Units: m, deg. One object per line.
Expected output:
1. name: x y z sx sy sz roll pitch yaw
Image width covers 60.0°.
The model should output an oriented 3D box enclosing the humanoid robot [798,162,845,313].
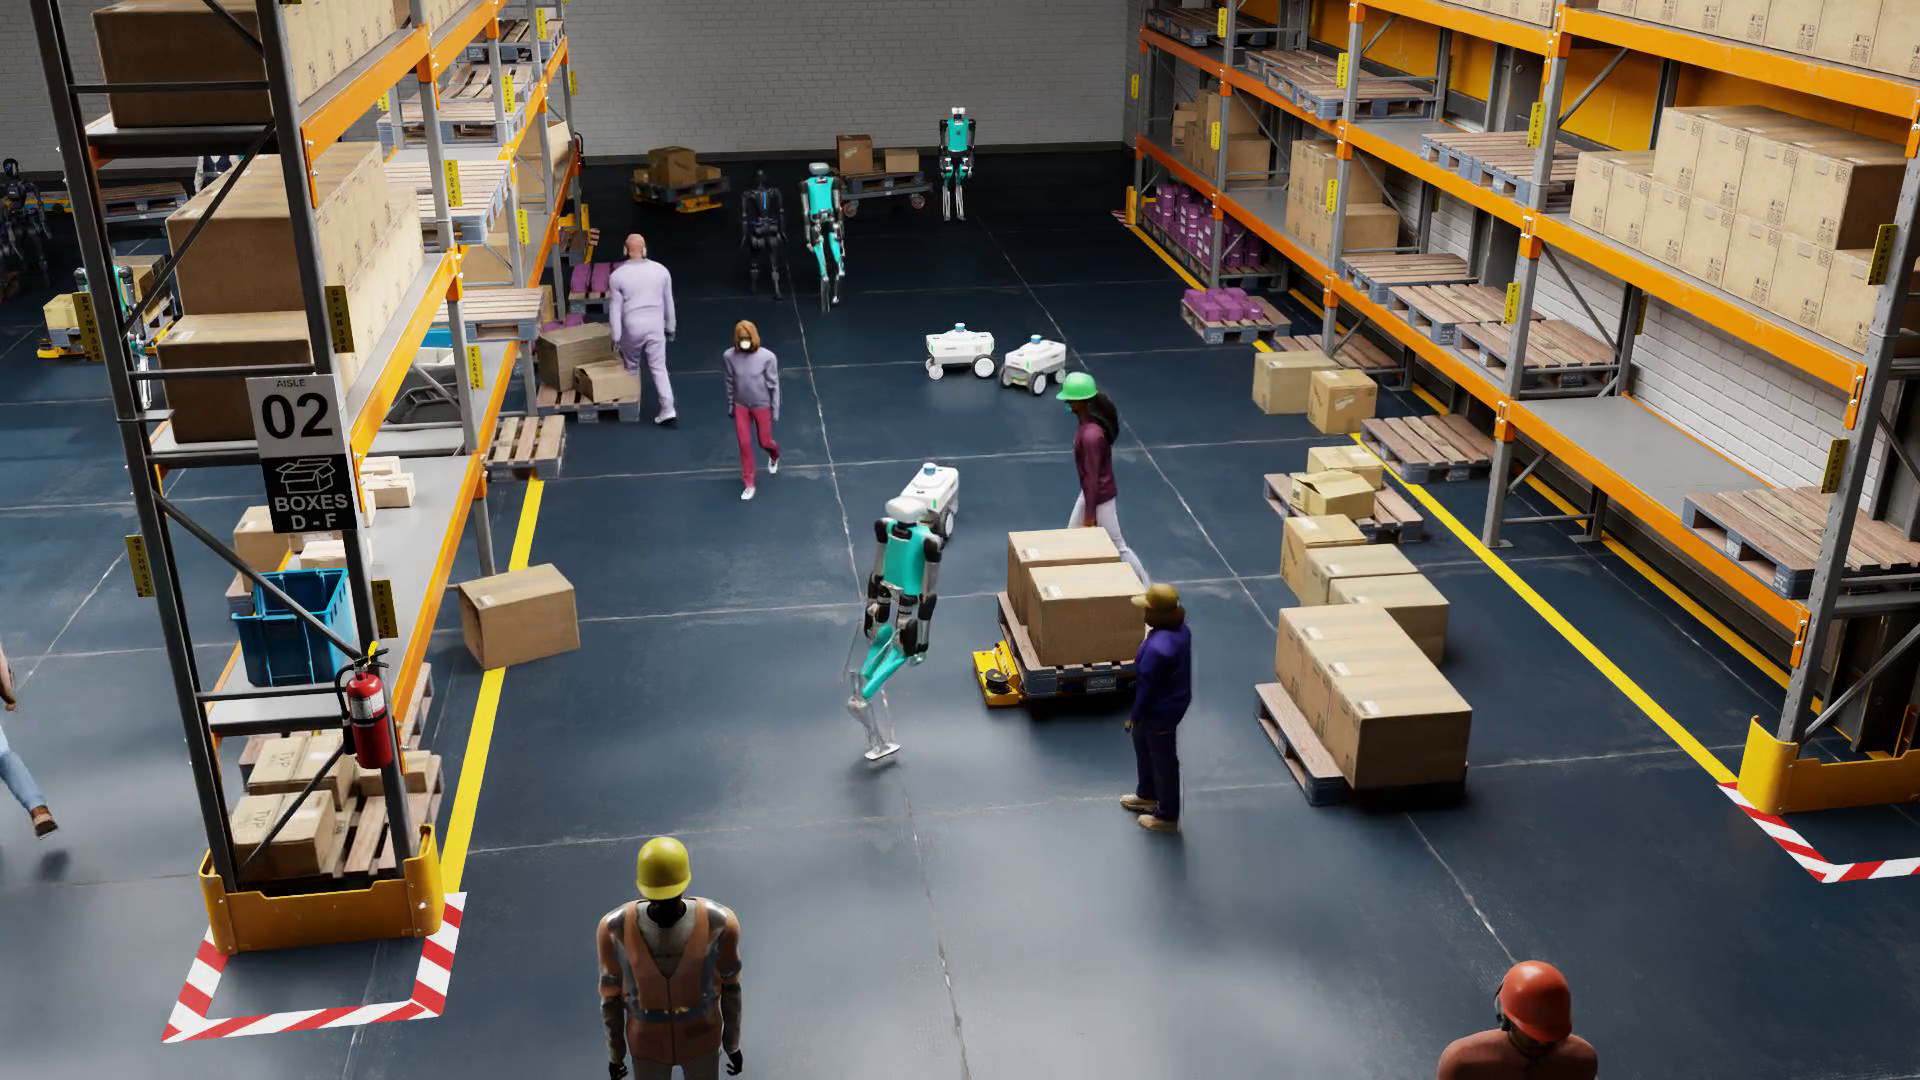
1. humanoid robot: -1.579 -3.572 20.125 0.554 1.891 0.728 -11 26 -24

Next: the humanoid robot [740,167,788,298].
1. humanoid robot: -2.432 -3.810 20.626 0.615 1.643 0.600 -11 26 -23

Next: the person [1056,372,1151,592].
1. person: 1.055 -0.340 12.434 0.948 1.904 0.549 2 24 4

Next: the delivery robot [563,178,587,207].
1. delivery robot: -6.239 -5.510 25.864 0.765 0.585 0.499 13 27 28

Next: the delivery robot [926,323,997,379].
1. delivery robot: 0.001 -2.052 17.962 0.739 0.566 0.499 -3 24 -8

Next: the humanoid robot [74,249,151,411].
1. humanoid robot: -8.330 -2.137 16.549 0.533 1.681 0.735 -3 24 -8

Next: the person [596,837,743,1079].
1. person: -1.182 2.065 6.908 0.586 1.930 0.355 -4 24 -8

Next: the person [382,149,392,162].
1. person: -7.055 -3.933 20.712 0.537 1.814 0.846 0 24 -1

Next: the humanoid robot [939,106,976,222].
1. humanoid robot: -0.075 -5.512 24.242 0.533 1.677 0.735 -3 24 -8

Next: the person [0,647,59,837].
1. person: -5.681 0.935 9.439 0.691 1.964 0.623 15 28 31

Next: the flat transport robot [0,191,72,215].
1. flat transport robot: -14.014 -5.143 25.394 1.431 0.231 0.659 -3 24 -8

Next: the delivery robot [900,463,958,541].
1. delivery robot: -0.257 -0.360 14.132 0.499 0.587 0.772 7 25 15

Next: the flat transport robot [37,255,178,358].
1. flat transport robot: -9.596 -2.273 18.857 1.431 0.231 0.659 -3 24 -8

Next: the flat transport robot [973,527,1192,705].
1. flat transport robot: 0.846 0.881 11.670 1.431 0.231 0.659 -3 24 -8

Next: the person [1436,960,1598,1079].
1. person: 1.990 2.379 6.116 0.610 1.995 0.377 -4 24 -8

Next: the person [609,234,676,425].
1. person: -3.138 -2.086 16.476 0.700 1.845 0.993 -11 26 -23

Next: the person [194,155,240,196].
1. person: -10.017 -4.731 22.602 0.749 1.758 0.426 -4 24 -8

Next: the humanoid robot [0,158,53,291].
1. humanoid robot: -11.796 -3.982 20.980 0.599 1.657 0.315 -3 24 -8

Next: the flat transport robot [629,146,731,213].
1. flat transport robot: -4.380 -5.289 25.727 1.431 0.231 0.659 22 32 40

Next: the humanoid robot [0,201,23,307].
1. humanoid robot: -11.698 -3.548 20.088 0.601 1.633 0.780 -14 27 -28

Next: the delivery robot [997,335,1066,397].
1. delivery robot: 0.788 -1.867 17.549 0.499 0.572 0.747 18 30 36

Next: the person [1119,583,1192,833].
1. person: 1.096 0.979 9.769 0.517 1.608 0.473 9 25 19

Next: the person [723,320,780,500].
1. person: -1.814 -1.198 14.739 0.510 1.610 0.601 5 24 10

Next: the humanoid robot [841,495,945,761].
1. humanoid robot: -0.511 0.646 10.400 0.531 1.781 0.793 20 31 38

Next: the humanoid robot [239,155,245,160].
1. humanoid robot: -11.119 -5.960 25.461 0.540 1.782 0.806 -14 27 -29
